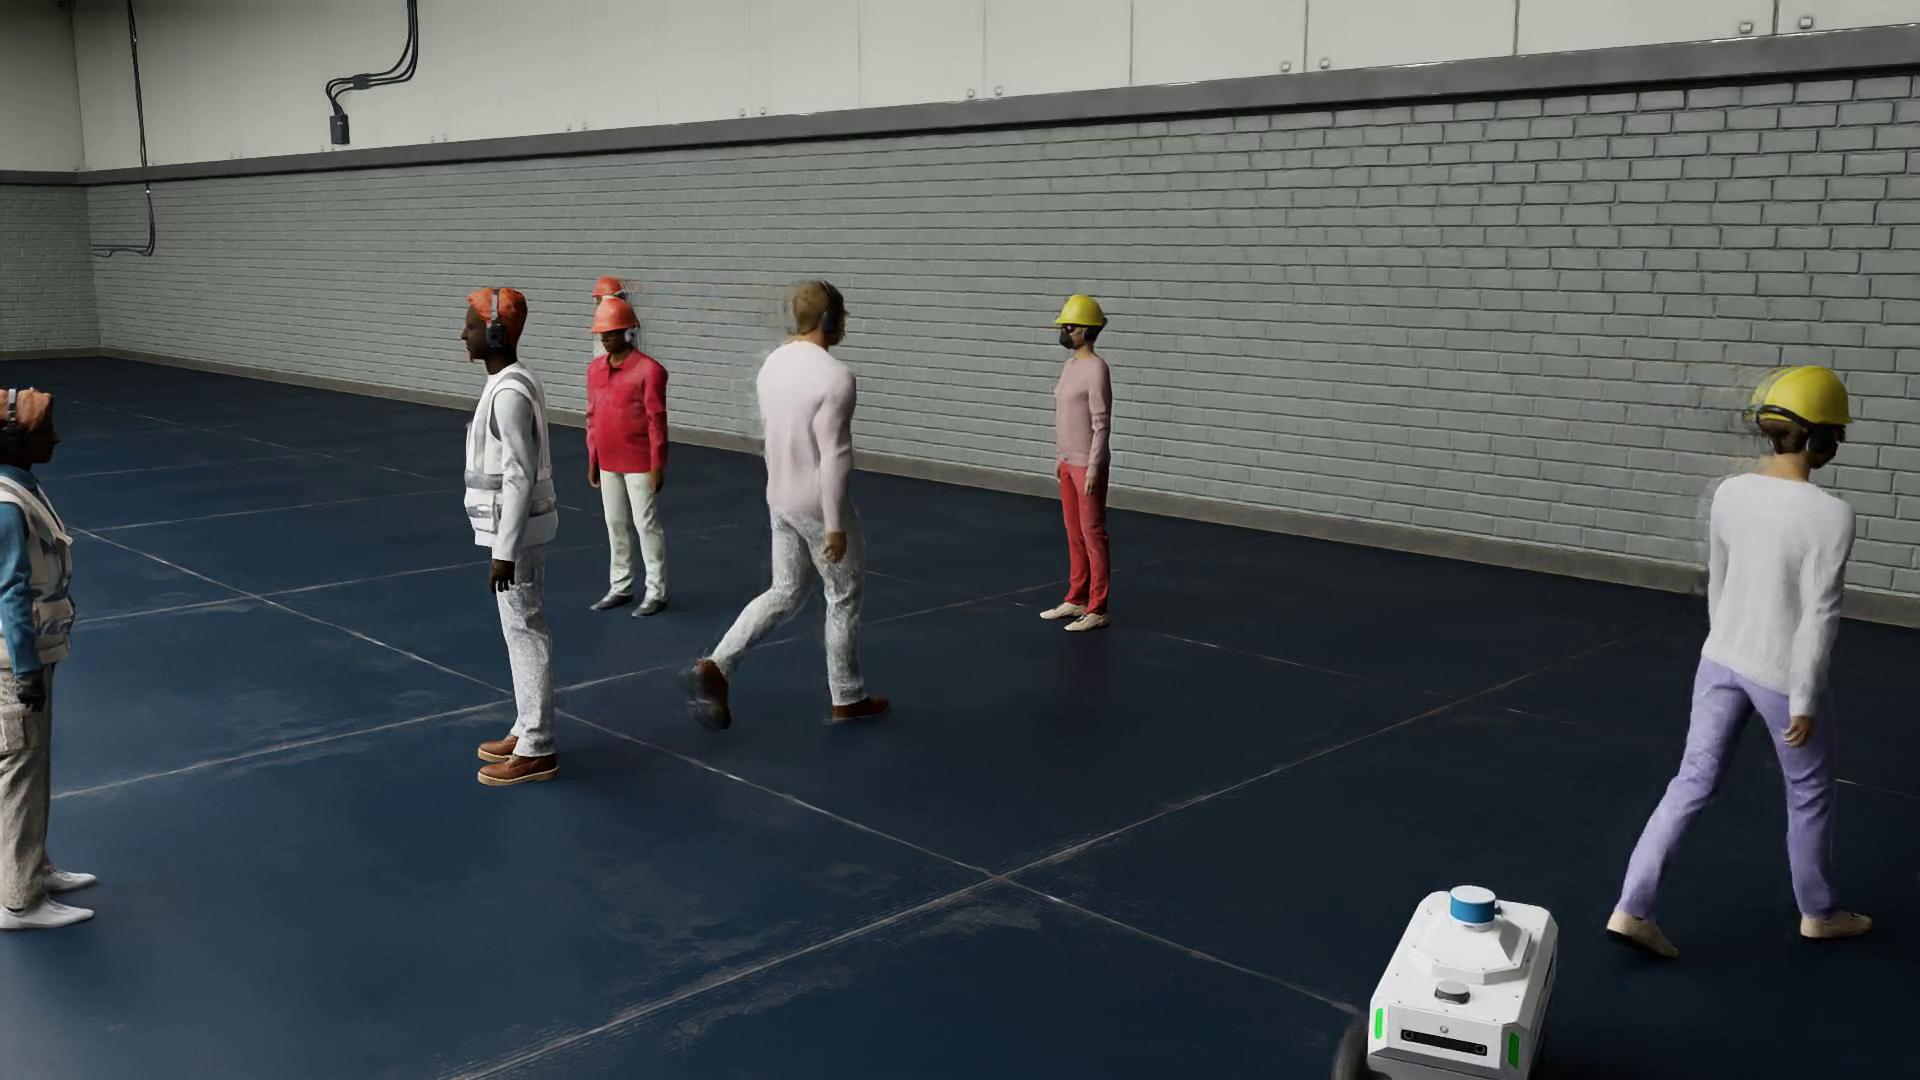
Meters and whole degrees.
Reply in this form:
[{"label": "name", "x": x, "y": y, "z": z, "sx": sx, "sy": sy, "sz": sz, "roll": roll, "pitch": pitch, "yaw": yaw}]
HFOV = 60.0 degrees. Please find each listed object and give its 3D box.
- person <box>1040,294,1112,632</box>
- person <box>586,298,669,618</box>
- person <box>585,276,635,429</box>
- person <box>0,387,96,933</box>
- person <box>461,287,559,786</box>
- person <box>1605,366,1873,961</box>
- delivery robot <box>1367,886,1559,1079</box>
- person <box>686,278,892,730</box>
[{"label": "person", "x": 0.631, "y": -0.404, "z": 8.791, "sx": 0.309, "sy": 1.772, "sz": 0.525, "roll": -3, "pitch": 11, "yaw": -18}, {"label": "person", "x": -1.844, "y": -0.447, "z": 9.100, "sx": 0.570, "sy": 1.743, "sz": 0.353, "roll": 7, "pitch": 12, "yaw": 33}, {"label": "person", "x": -2.903, "y": -1.314, "z": 13.822, "sx": 0.378, "sy": 1.734, "sz": 0.575, "roll": 3, "pitch": 11, "yaw": 16}, {"label": "person", "x": -2.827, "y": 0.356, "z": 5.033, "sx": 0.318, "sy": 1.631, "sz": 0.513, "roll": -5, "pitch": 11, "yaw": -25}, {"label": "person", "x": -1.712, "y": -0.011, "z": 6.336, "sx": 0.354, "sy": 1.883, "sz": 0.573, "roll": -2, "pitch": 11, "yaw": -12}, {"label": "person", "x": 2.269, "y": 0.363, "z": 4.733, "sx": 0.924, "sy": 1.720, "sz": 0.527, "roll": -4, "pitch": 11, "yaw": -21}, {"label": "delivery robot", "x": 1.190, "y": 1.054, "z": 3.896, "sx": 0.477, "sy": 0.478, "sz": 0.707, "roll": 5, "pitch": 12, "yaw": 25}, {"label": "person", "x": -0.699, "y": -0.125, "z": 6.907, "sx": 0.853, "sy": 1.911, "sz": 0.634, "roll": -8, "pitch": 13, "yaw": -38}]
